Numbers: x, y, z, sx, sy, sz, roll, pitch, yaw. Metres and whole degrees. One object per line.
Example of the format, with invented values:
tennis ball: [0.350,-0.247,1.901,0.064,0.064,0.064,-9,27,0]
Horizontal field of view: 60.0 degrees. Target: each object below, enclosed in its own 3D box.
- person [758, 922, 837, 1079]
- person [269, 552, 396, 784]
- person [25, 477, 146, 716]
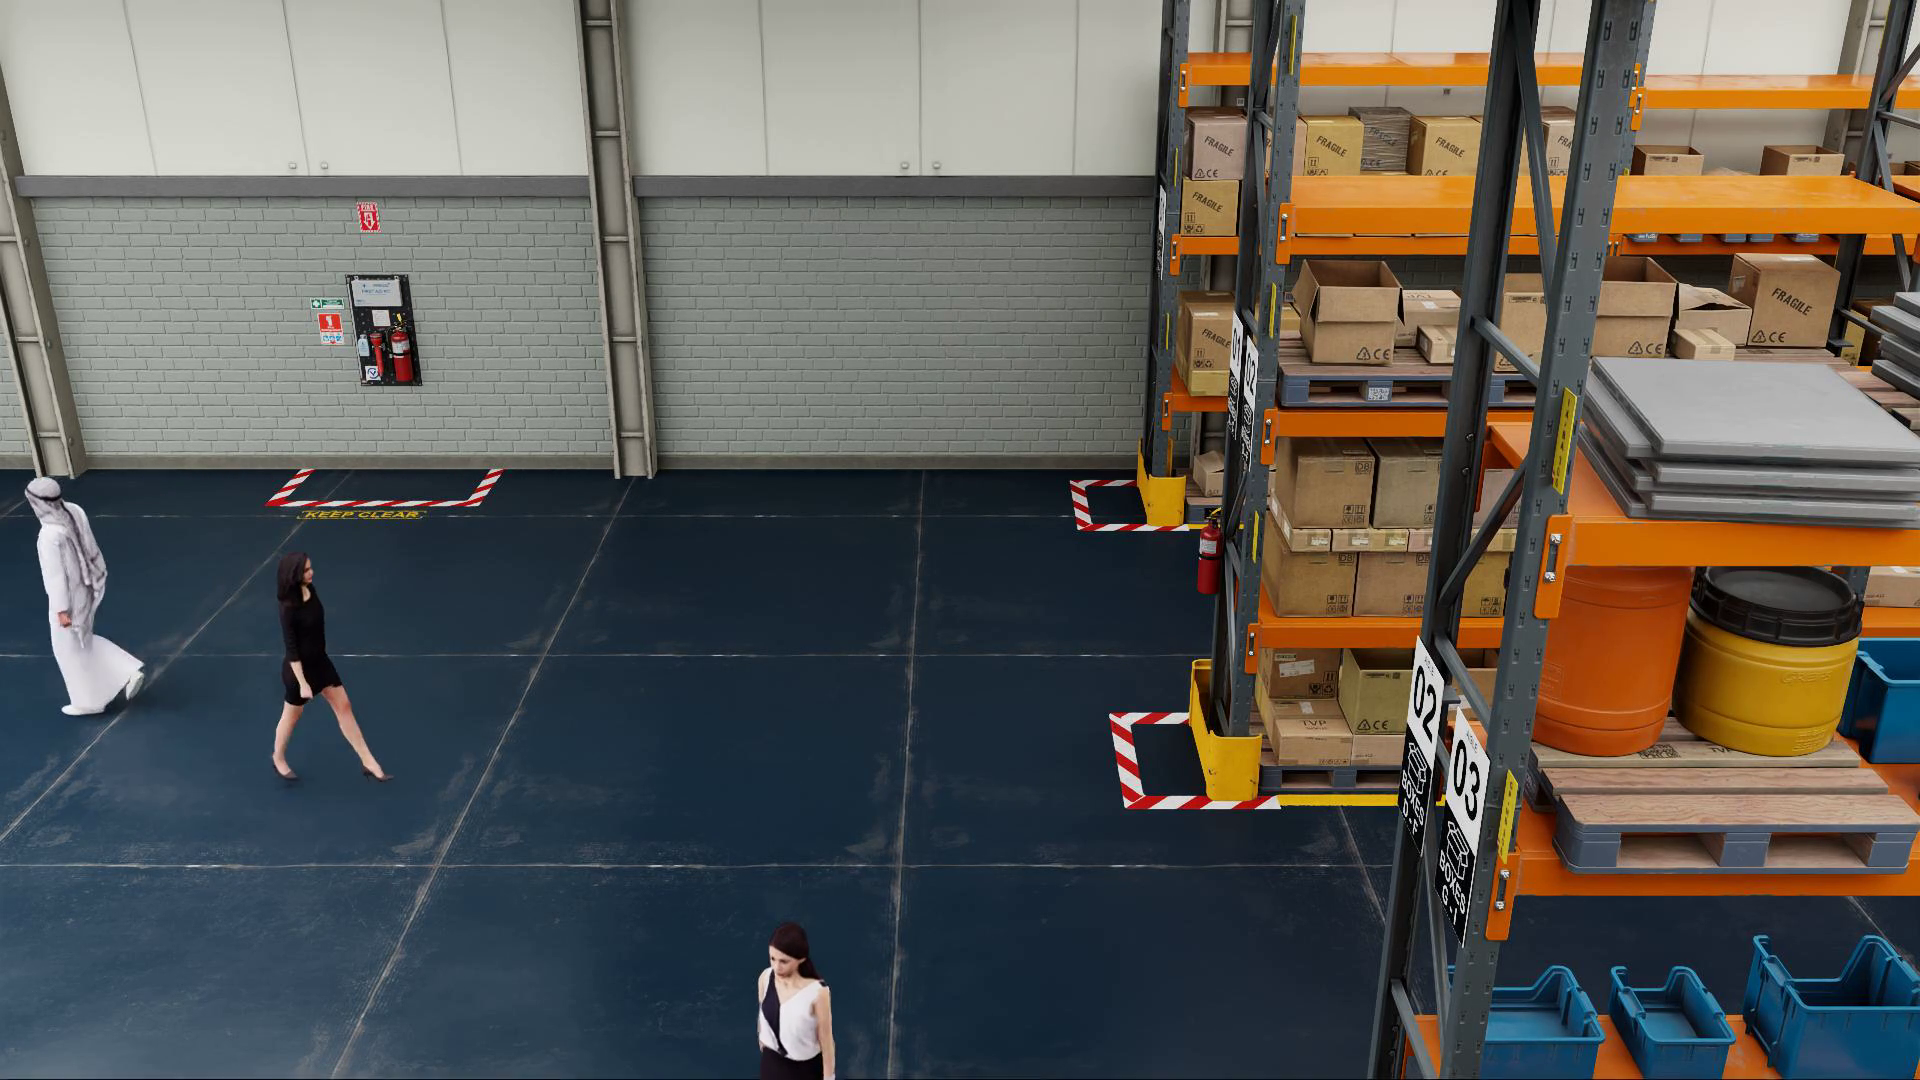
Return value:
person: [-0.720,2.474,7.846,0.988,1.629,0.859,9,25,21]
person: [-4.518,0.926,11.329,1.182,1.752,0.769,4,23,10]
person: [-6.465,0.427,12.301,0.861,1.910,0.700,-1,23,-3]
